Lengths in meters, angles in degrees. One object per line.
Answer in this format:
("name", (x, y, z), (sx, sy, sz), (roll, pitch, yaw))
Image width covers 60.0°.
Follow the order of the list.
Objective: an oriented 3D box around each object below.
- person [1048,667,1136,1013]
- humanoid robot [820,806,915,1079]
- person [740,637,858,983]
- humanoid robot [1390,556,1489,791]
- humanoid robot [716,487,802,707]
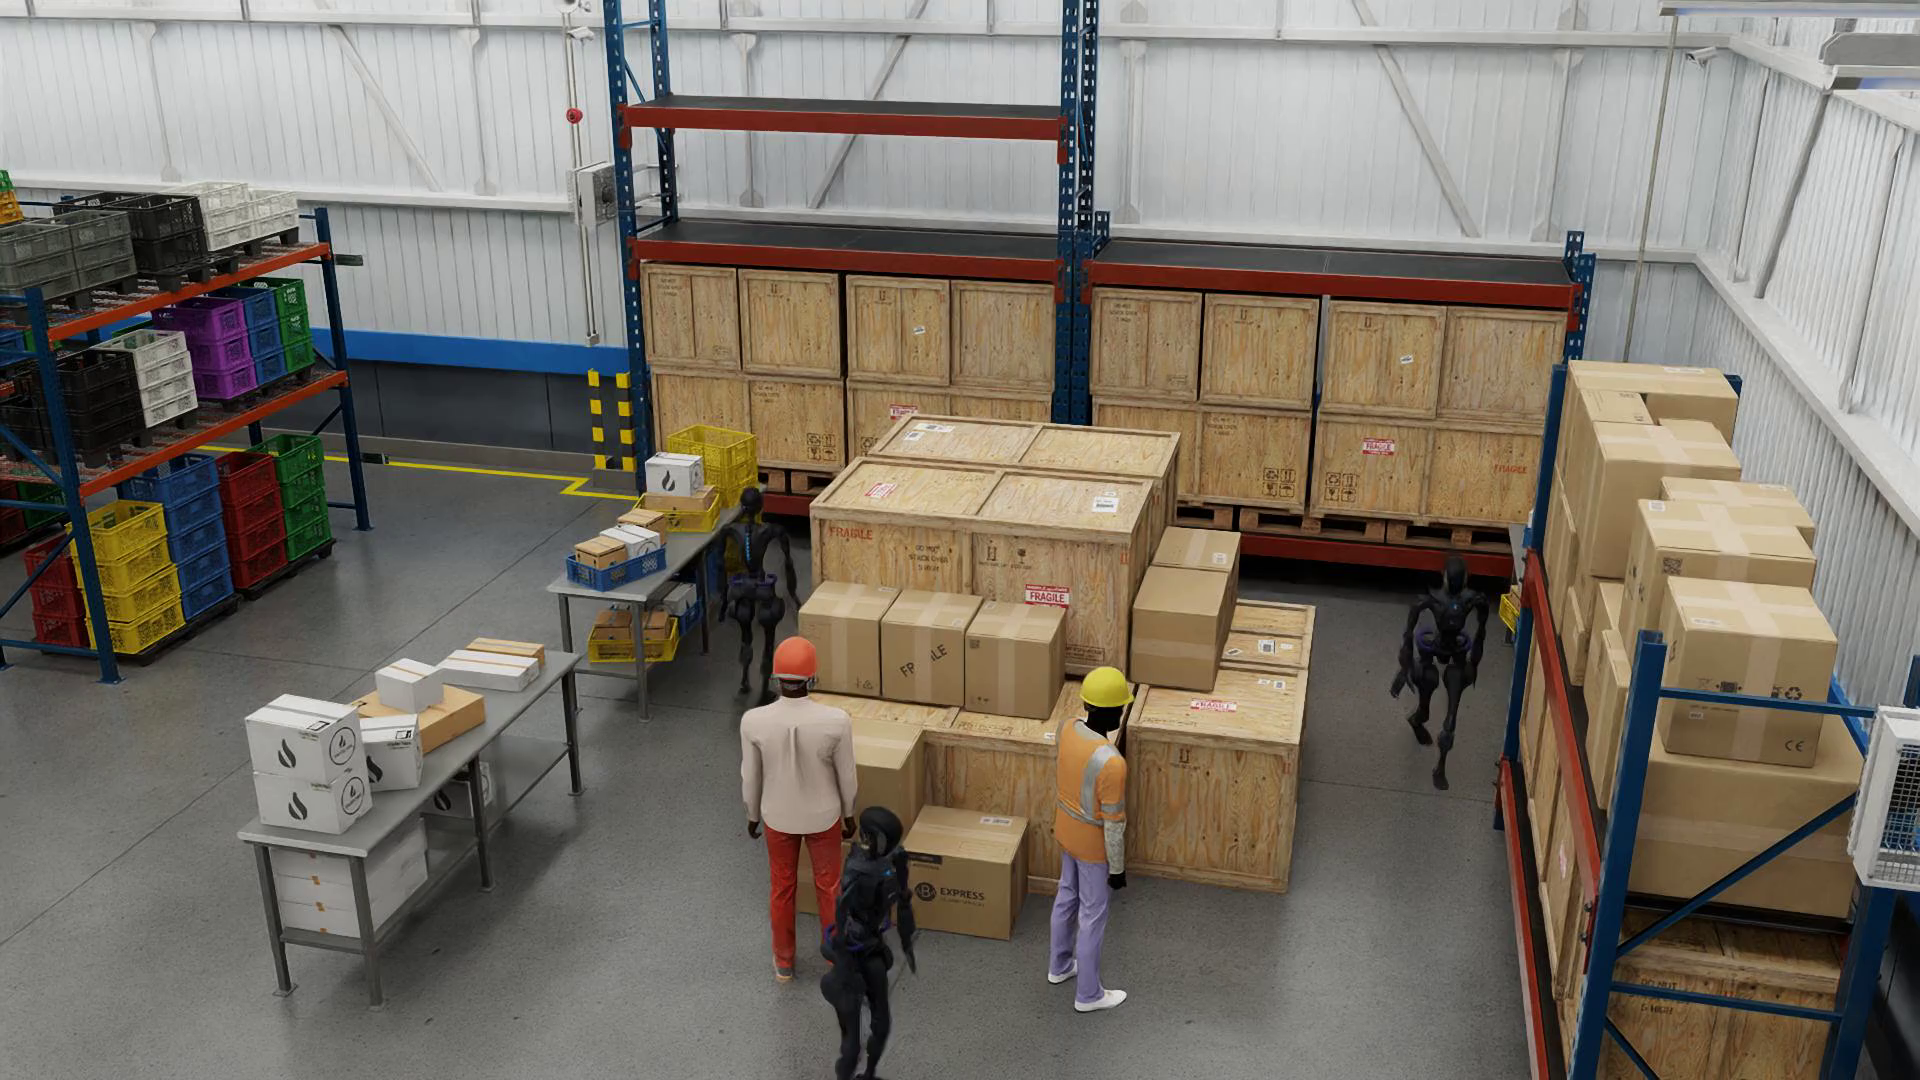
("person", (0.699, 1.549, 8.693), (0.405, 1.918, 0.582), (-10, 23, -25))
("humanoid robot", (-0.428, 1.981, 7.887), (0.400, 1.642, 0.621), (13, 24, 30))
("person", (-0.841, 1.445, 8.849), (0.609, 1.995, 0.381), (0, 21, 1))
("humanoid robot", (3.171, 0.778, 11.113), (0.588, 1.606, 0.729), (3, 21, 7))
("humanoid robot", (-1.449, 0.391, 12.050), (0.577, 1.644, 0.452), (4, 21, 10))
